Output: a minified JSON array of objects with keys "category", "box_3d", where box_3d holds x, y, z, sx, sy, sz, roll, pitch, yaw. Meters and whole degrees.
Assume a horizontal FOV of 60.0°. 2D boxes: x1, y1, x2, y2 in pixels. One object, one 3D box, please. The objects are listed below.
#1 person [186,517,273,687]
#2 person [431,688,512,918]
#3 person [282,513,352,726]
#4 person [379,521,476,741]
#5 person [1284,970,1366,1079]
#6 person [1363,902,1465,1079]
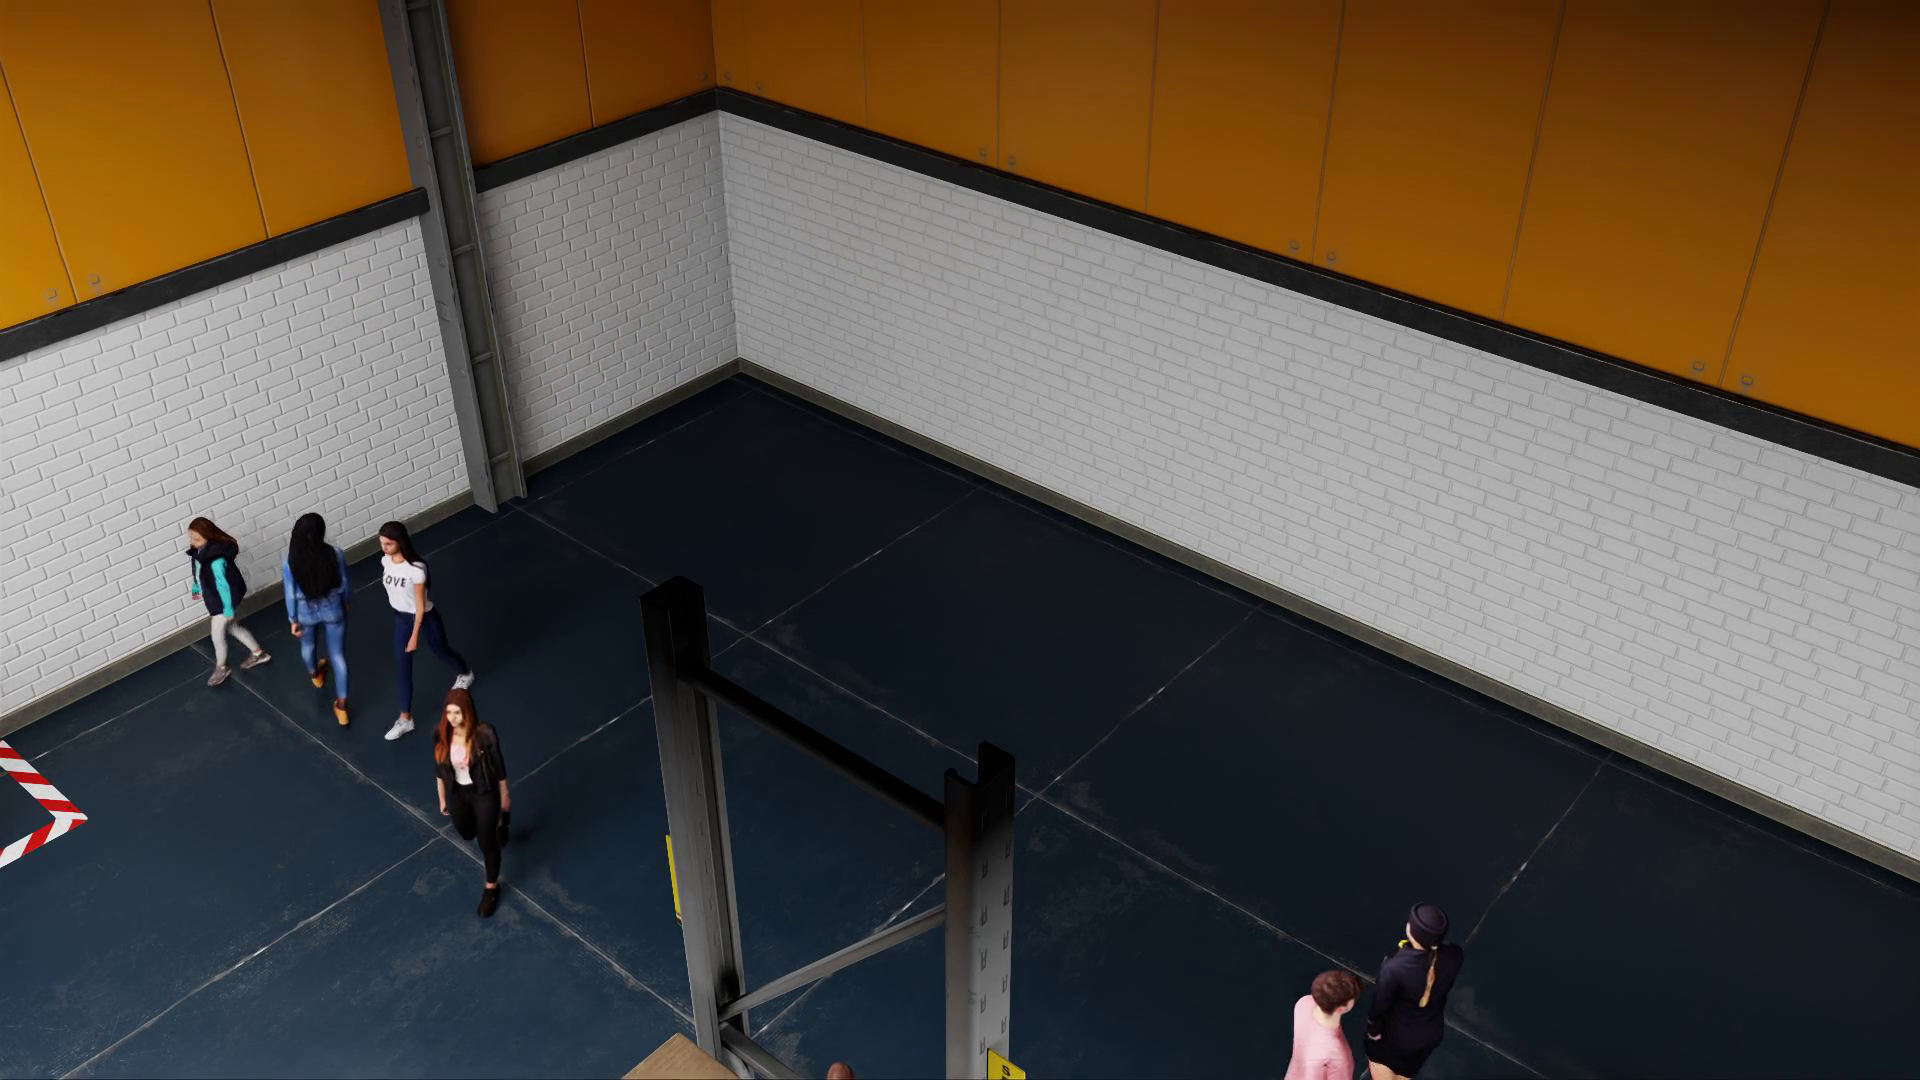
[{"category":"person","box_3d":[-5.647,0.431,12.812,0.813,1.474,0.708,-17,37,-24]},{"category":"person","box_3d":[-3.137,1.600,10.851,0.912,1.698,1.072,5,34,7]},{"category":"person","box_3d":[-4.694,0.619,12.344,1.052,1.679,1.017,-13,36,-19]},{"category":"person","box_3d":[-3.944,0.584,12.351,0.790,1.731,1.183,15,37,21]},{"category":"person","box_3d":[1.741,2.949,8.603,1.132,1.940,0.976,-10,35,-14]},{"category":"person","box_3d":[2.508,2.718,9.200,0.835,1.664,0.914,-10,35,-14]}]
